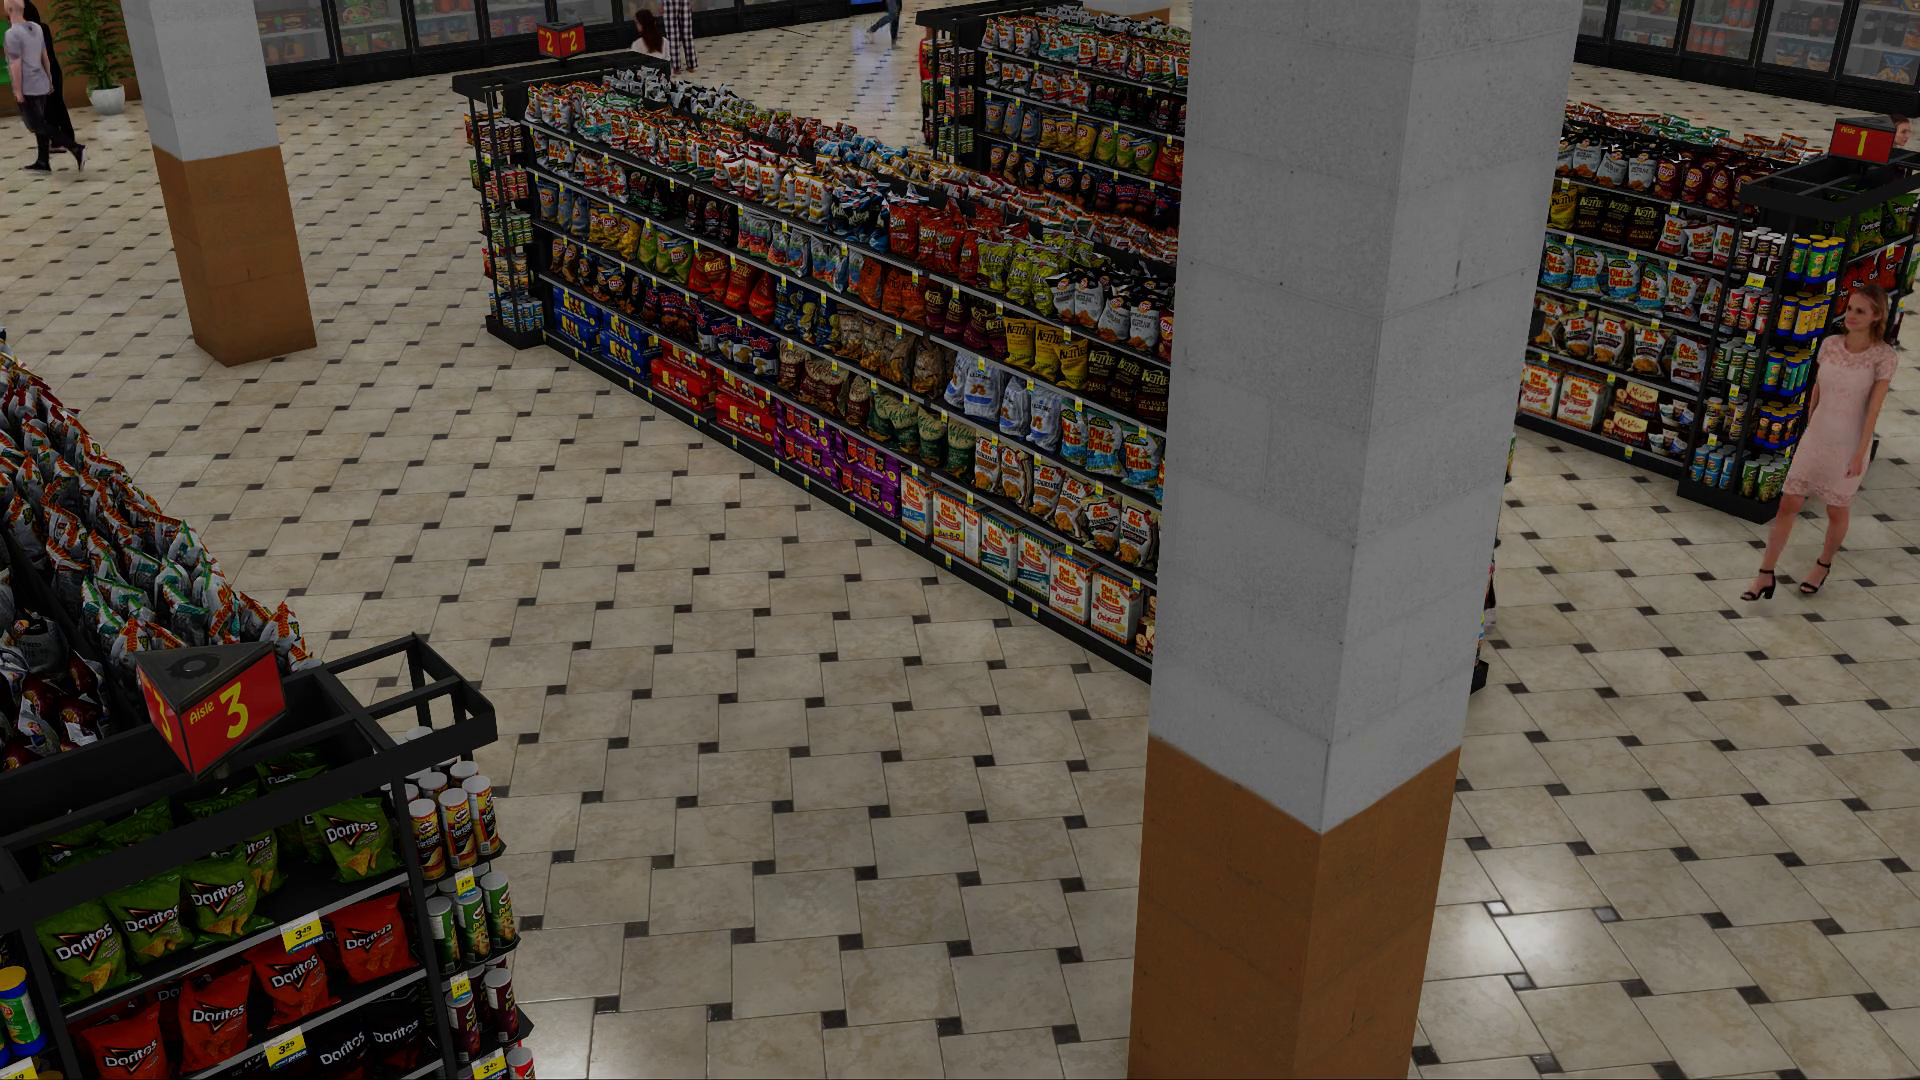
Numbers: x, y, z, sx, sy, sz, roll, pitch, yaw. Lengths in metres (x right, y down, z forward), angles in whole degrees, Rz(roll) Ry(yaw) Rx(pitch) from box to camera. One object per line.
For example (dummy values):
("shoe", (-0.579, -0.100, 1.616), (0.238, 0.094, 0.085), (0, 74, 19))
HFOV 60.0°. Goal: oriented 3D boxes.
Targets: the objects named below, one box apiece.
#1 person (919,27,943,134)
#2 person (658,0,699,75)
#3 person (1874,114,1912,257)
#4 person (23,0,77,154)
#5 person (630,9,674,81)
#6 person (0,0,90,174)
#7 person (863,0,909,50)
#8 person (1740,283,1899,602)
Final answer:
("person", (-0.295, -5.291, 18.956), (0.600, 1.283, 0.663), (4, 27, 8))
("person", (-3.741, -7.095, 21.891), (0.648, 1.847, 0.571), (-16, 31, -29))
("person", (7.033, -2.439, 12.875), (0.610, 1.697, 0.507), (-19, 32, -33))
("person", (-9.990, -5.054, 18.121), (0.824, 1.616, 0.774), (4, 27, 8))
("person", (-3.187, -4.634, 17.217), (0.634, 1.684, 0.582), (-17, 31, -29))
("person", (-9.448, -4.627, 17.063), (1.157, 1.812, 1.097), (3, 27, 5))
("person", (-1.050, -7.701, 23.337), (0.991, 1.618, 0.935), (1, 27, 1))
("person", (4.763, -0.504, 8.941), (0.682, 1.805, 0.831), (-19, 33, -33))
